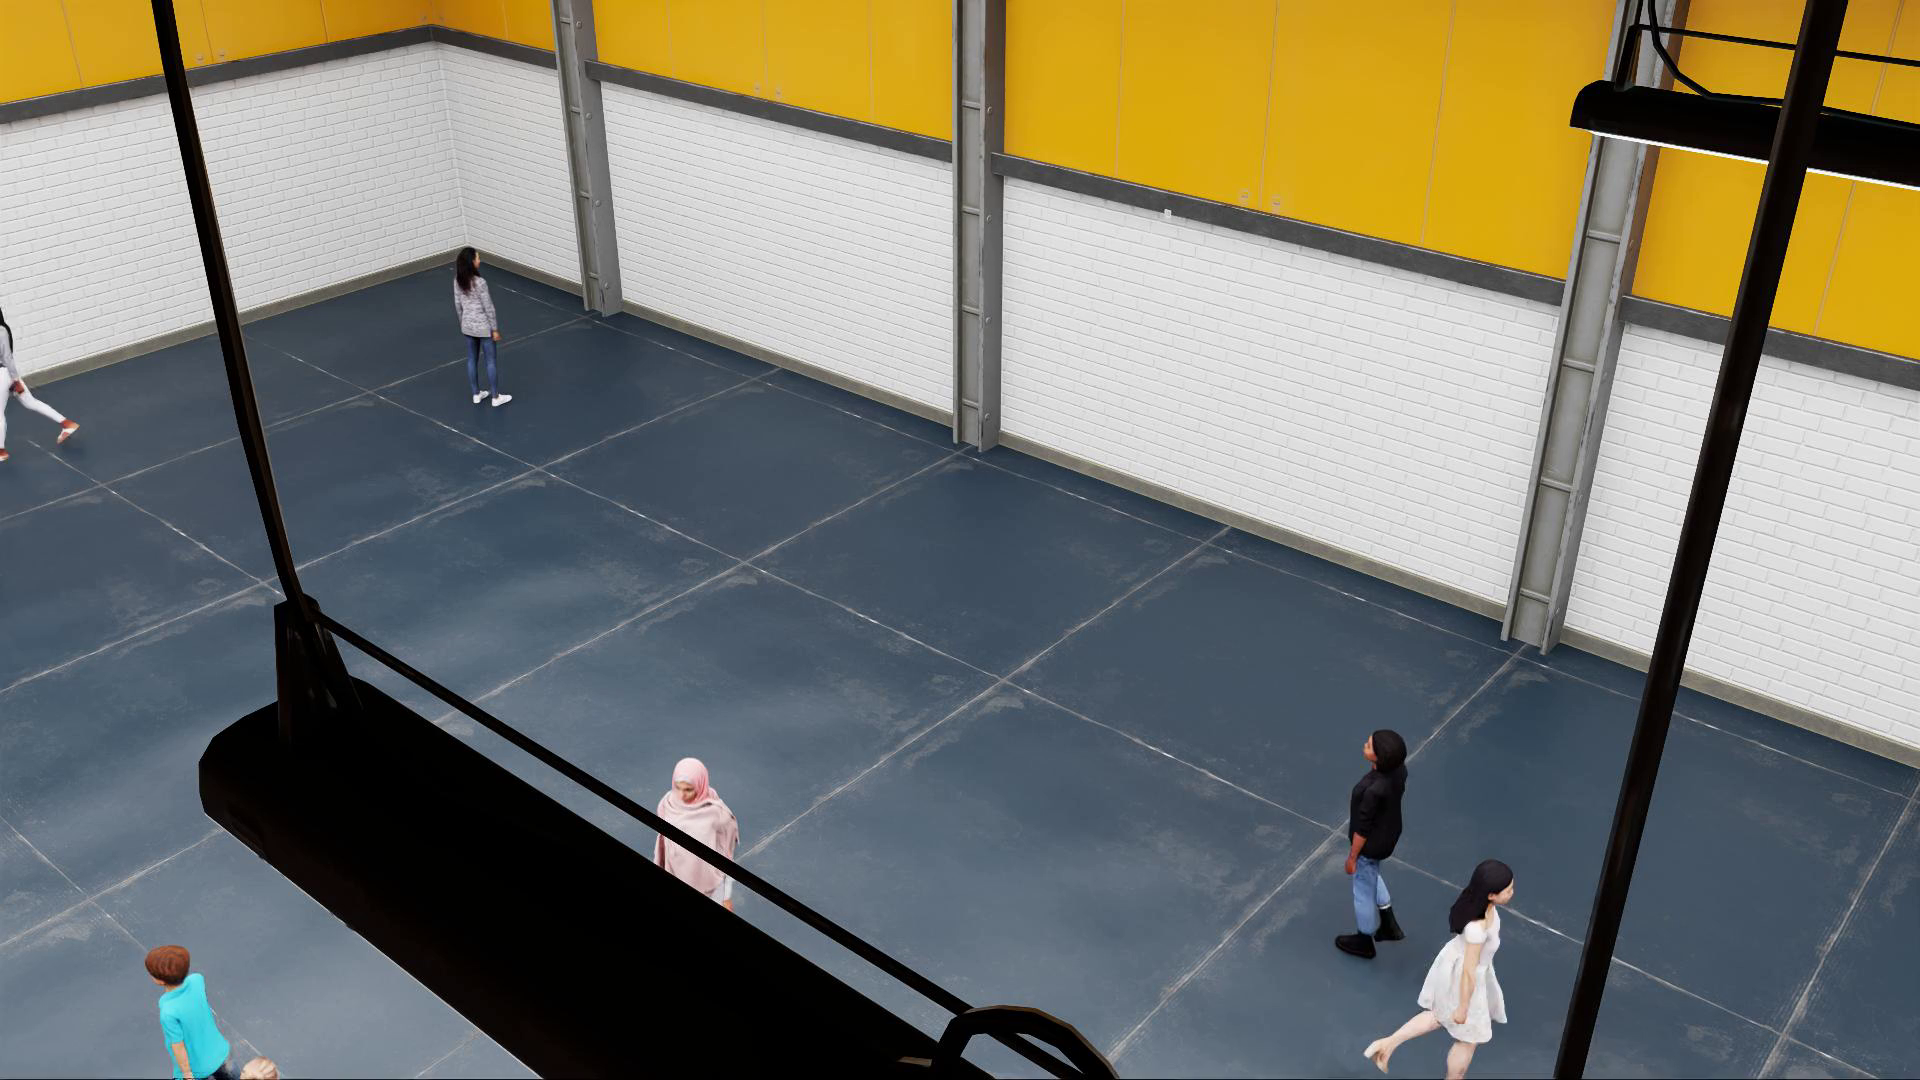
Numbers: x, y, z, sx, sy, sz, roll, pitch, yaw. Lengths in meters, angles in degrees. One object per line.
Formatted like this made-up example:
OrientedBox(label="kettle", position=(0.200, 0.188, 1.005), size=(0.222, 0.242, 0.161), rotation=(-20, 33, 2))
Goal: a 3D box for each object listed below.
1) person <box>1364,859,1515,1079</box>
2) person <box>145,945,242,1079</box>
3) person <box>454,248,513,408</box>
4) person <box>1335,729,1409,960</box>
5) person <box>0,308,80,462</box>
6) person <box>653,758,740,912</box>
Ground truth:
OrientedBox(label="person", position=(2.676, 2.439, 9.116), size=(1.046, 1.757, 0.874), rotation=(9, 30, 17))
OrientedBox(label="person", position=(-3.988, 2.762, 8.881), size=(1.003, 1.415, 0.797), rotation=(6, 29, 10))
OrientedBox(label="person", position=(-5.164, -2.283, 17.797), size=(0.561, 1.734, 0.728), rotation=(12, 31, 21))
OrientedBox(label="person", position=(2.615, 1.903, 10.179), size=(0.655, 1.680, 0.580), rotation=(21, 35, 34))
OrientedBox(label="person", position=(-9.449, -1.637, 16.668), size=(0.869, 1.681, 1.201), rotation=(-19, 34, -31))
OrientedBox(label="person", position=(-1.549, 2.046, 9.786), size=(0.691, 1.805, 0.792), rotation=(6, 29, 11))
